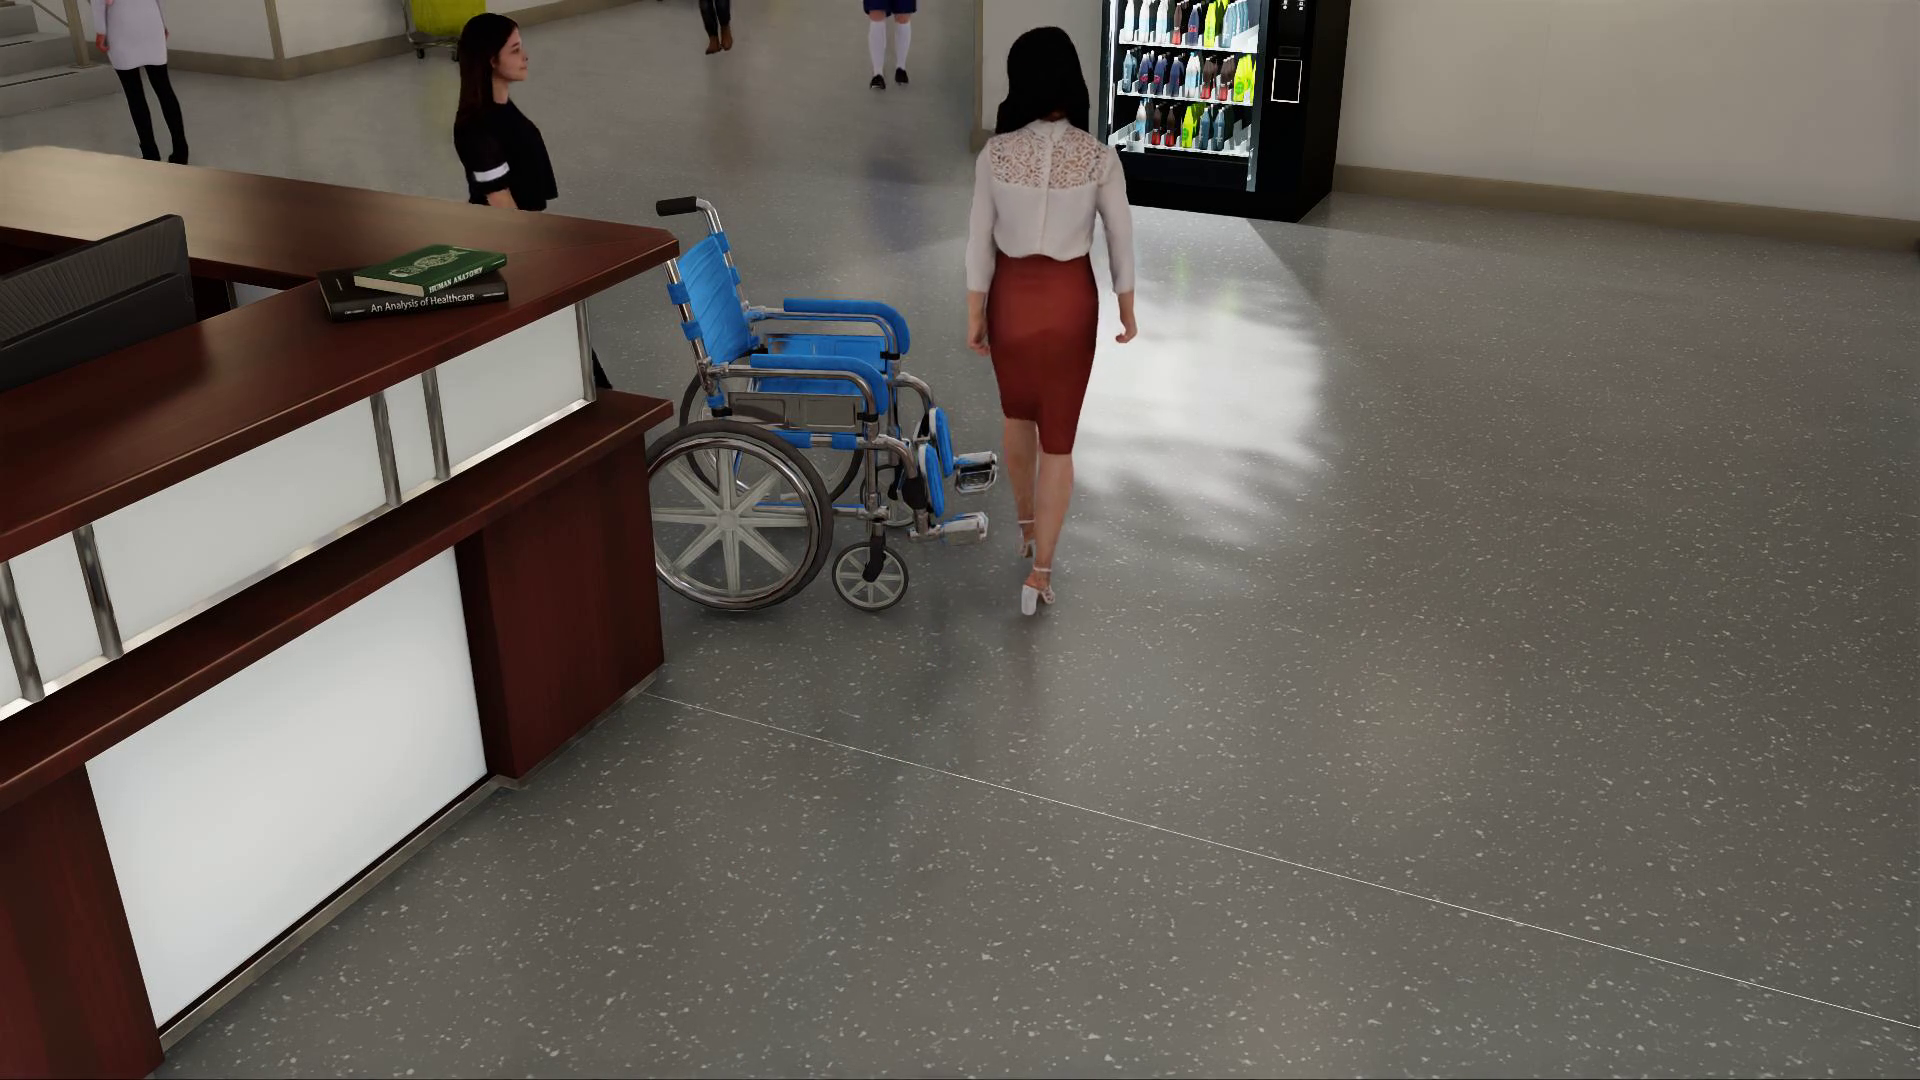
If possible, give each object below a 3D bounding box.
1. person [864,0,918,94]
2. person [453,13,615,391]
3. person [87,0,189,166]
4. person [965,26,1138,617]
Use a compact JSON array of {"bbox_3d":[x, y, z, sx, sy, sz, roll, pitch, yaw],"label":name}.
[{"bbox_3d":[-0.519,-4.354,12.626,1.048,1.810,1.007,-1,26,-1],"label":"person"},{"bbox_3d":[-1.718,-1.022,5.963,1.175,1.597,0.934,-1,26,-1],"label":"person"},{"bbox_3d":[-5.045,-3.144,10.125,0.660,1.803,0.680,19,32,34],"label":"person"},{"bbox_3d":[0.234,-0.578,4.887,0.725,1.732,0.814,5,26,11],"label":"person"}]
